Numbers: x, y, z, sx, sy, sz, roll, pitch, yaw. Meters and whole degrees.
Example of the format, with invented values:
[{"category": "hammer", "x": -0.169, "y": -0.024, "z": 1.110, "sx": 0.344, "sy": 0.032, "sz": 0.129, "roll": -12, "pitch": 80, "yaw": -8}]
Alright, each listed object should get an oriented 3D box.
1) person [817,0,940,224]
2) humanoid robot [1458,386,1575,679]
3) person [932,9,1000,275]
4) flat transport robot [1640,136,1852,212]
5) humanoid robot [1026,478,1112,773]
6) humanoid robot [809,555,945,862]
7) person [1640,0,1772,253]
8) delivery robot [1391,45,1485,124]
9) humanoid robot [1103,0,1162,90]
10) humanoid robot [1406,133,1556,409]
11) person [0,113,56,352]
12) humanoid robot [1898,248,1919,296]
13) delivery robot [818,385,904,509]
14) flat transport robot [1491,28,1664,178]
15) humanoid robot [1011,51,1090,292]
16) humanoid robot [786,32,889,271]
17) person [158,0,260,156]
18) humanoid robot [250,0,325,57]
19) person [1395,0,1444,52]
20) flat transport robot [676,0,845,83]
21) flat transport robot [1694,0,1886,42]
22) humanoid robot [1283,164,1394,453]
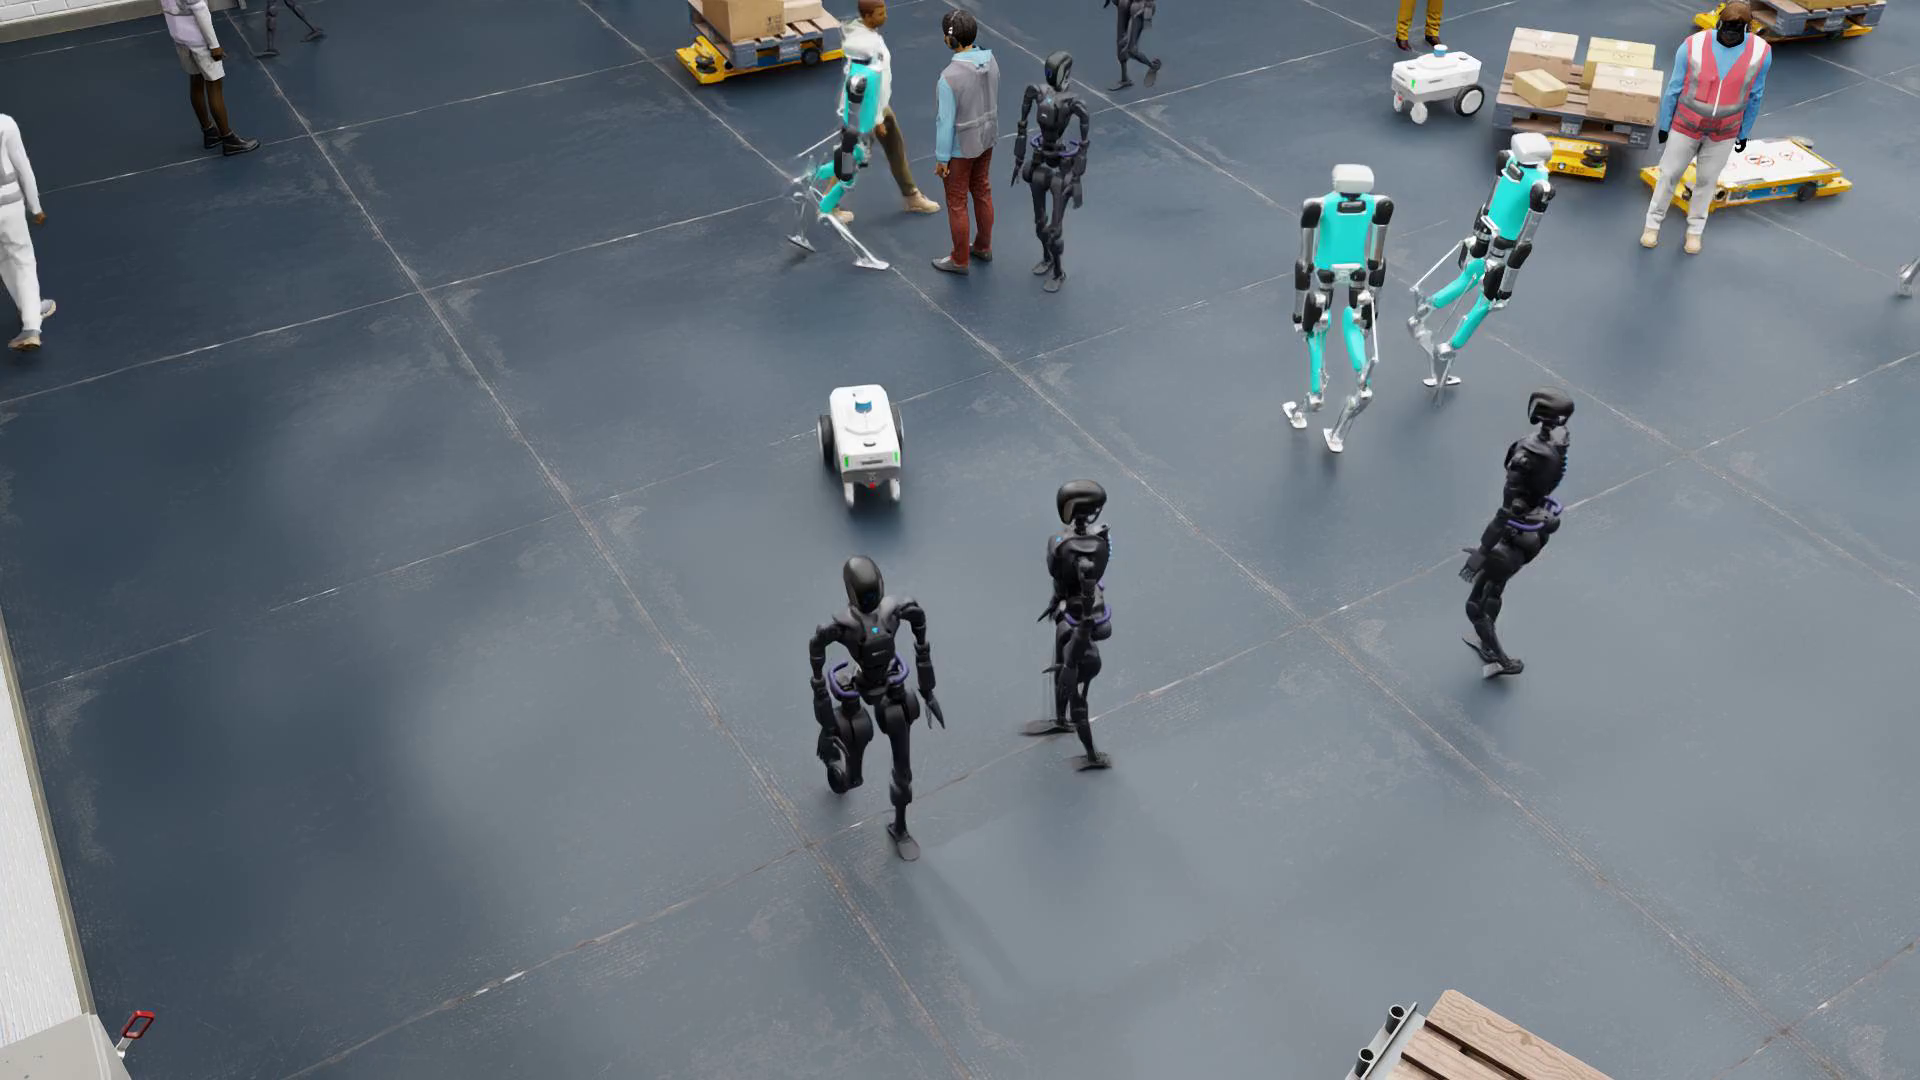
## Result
[{"category": "person", "x": -0.648, "y": -3.113, "z": 12.048, "sx": 0.895, "sy": 1.718, "sz": 0.534, "roll": 4, "pitch": 39, "yaw": 5}, {"category": "humanoid robot", "x": 2.767, "y": -0.005, "z": 8.198, "sx": 0.610, "sy": 1.656, "sz": 0.444, "roll": -31, "pitch": 48, "yaw": -33}, {"category": "person", "x": 0.048, "y": -2.698, "z": 11.411, "sx": 0.419, "sy": 1.870, "sz": 0.543, "roll": 28, "pitch": 46, "yaw": 31}, {"category": "flat transport robot", "x": 6.081, "y": -2.822, "z": 12.852, "sx": 1.431, "sy": 0.231, "sz": 0.659, "roll": -10, "pitch": 39, "yaw": -12}, {"category": "humanoid robot", "x": 0.528, "y": 0.406, "z": 7.656, "sx": 0.373, "sy": 1.660, "sz": 0.599, "roll": -3, "pitch": 39, "yaw": -4}, {"category": "humanoid robot", "x": -0.395, "y": 0.668, "z": 7.331, "sx": 0.591, "sy": 1.638, "sz": 0.622, "roll": -16, "pitch": 41, "yaw": -19}, {"category": "person", "x": 5.234, "y": -2.895, "z": 11.691, "sx": 0.630, "sy": 1.837, "sz": 0.431, "roll": 11, "pitch": 40, "yaw": 13}, {"category": "delivery robot", "x": 3.991, "y": -3.835, "z": 13.898, "sx": 0.763, "sy": 0.592, "sz": 0.517, "roll": -14, "pitch": 41, "yaw": -17}, {"category": "humanoid robot", "x": 1.491, "y": -4.587, "z": 13.942, "sx": 0.460, "sy": 1.642, "sz": 0.600, "roll": -26, "pitch": 45, "yaw": -29}, {"category": "humanoid robot", "x": 3.069, "y": -1.553, "z": 10.163, "sx": 0.749, "sy": 1.901, "sz": 0.547, "roll": -8, "pitch": 39, "yaw": -10}, {"category": "person", "x": -6.211, "y": -2.081, "z": 10.655, "sx": 0.579, "sy": 1.843, "sz": 0.768, "roll": -5, "pitch": 39, "yaw": -7}, {"category": "humanoid robot", "x": 6.627, "y": -2.198, "z": 10.892, "sx": 0.560, "sy": 1.755, "sz": 0.987, "roll": 1, "pitch": 38, "yaw": 2}, {"category": "delivery robot", "x": -0.564, "y": -0.593, "z": 9.823, "sx": 0.499, "sy": 0.610, "sz": 0.814, "roll": -6, "pitch": 39, "yaw": -8}, {"category": "flat transport robot", "x": 4.965, "y": -3.362, "z": 13.534, "sx": 0.659, "sy": 0.231, "sz": 1.431, "roll": 13, "pitch": 40, "yaw": 16}, {"category": "humanoid robot", "x": 0.612, "y": -2.546, "z": 11.372, "sx": 0.583, "sy": 1.645, "sz": 0.406, "roll": 22, "pitch": 43, "yaw": 25}, {"category": "humanoid robot", "x": -0.978, "y": -2.672, "z": 11.497, "sx": 1.008, "sy": 1.754, "sz": 0.548, "roll": 10, "pitch": 40, "yaw": 13}, {"category": "person", "x": -5.941, "y": -3.945, "z": 12.924, "sx": 0.544, "sy": 1.942, "sz": 0.351, "roll": 25, "pitch": 45, "yaw": 28}, {"category": "humanoid robot", "x": -6.105, "y": -5.118, "z": 14.648, "sx": 0.762, "sy": 1.629, "sz": 0.603, "roll": -29, "pitch": 47, "yaw": -31}, {"category": "person", "x": 4.191, "y": -5.195, "z": 14.659, "sx": 0.528, "sy": 1.750, "sz": 0.344, "roll": -9, "pitch": 39, "yaw": -11}, {"category": "flat transport robot", "x": -1.747, "y": -4.390, "z": 14.831, "sx": 1.431, "sy": 0.231, "sz": 0.659, "roll": -17, "pitch": 42, "yaw": -21}, {"category": "flat transport robot", "x": 7.614, "y": -4.811, "z": 15.362, "sx": 1.431, "sy": 0.231, "sz": 0.659, "roll": -9, "pitch": 39, "yaw": -11}, {"category": "humanoid robot", "x": 2.230, "y": -1.232, "z": 9.682, "sx": 0.531, "sy": 1.776, "sz": 0.879, "roll": -4, "pitch": 39, "yaw": -5}]
